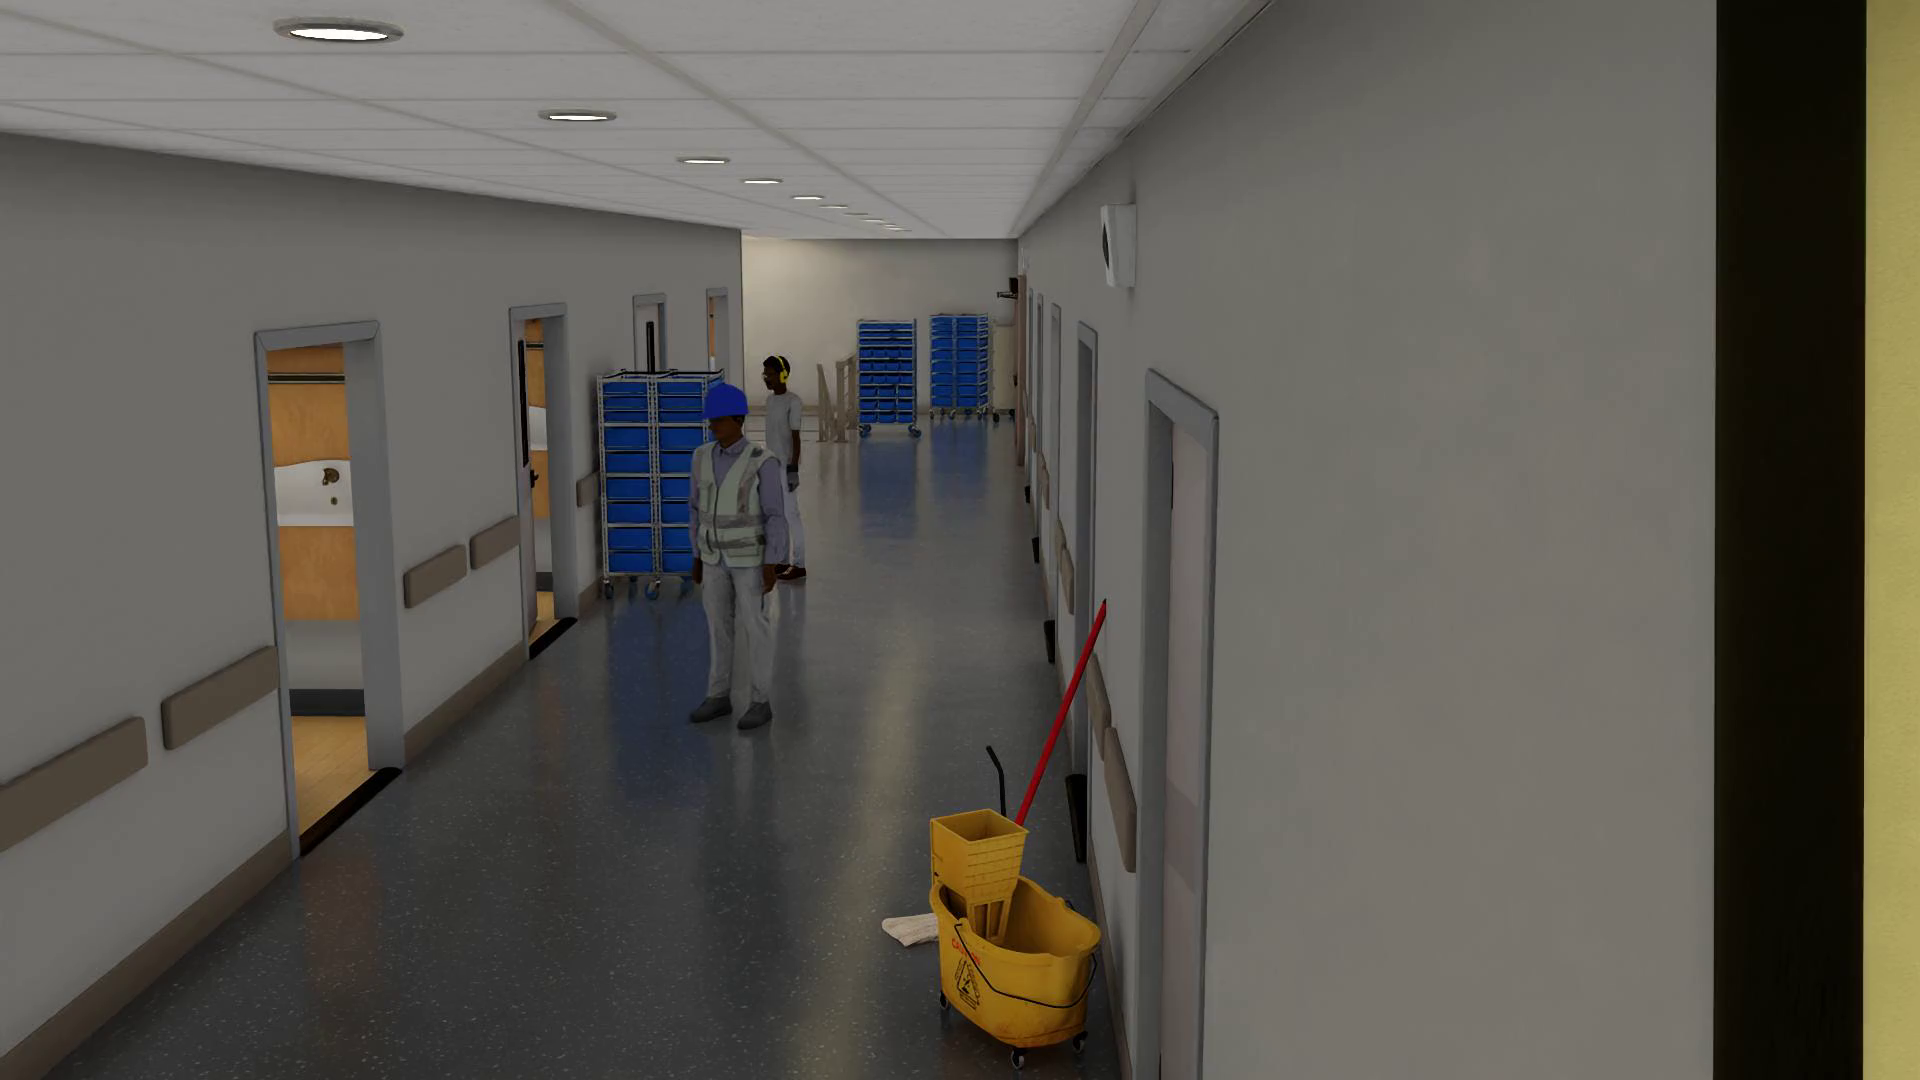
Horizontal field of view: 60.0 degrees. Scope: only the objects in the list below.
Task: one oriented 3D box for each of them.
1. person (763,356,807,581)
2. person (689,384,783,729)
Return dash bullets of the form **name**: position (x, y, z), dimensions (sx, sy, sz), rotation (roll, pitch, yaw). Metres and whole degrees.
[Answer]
- **person**: position (-1.481, -0.595, 13.790), dimensions (0.329, 1.860, 0.494), rotation (-7, 12, -34)
- **person**: position (-1.278, 0.092, 9.390), dimensions (0.606, 1.947, 0.406), rotation (5, 11, 29)
